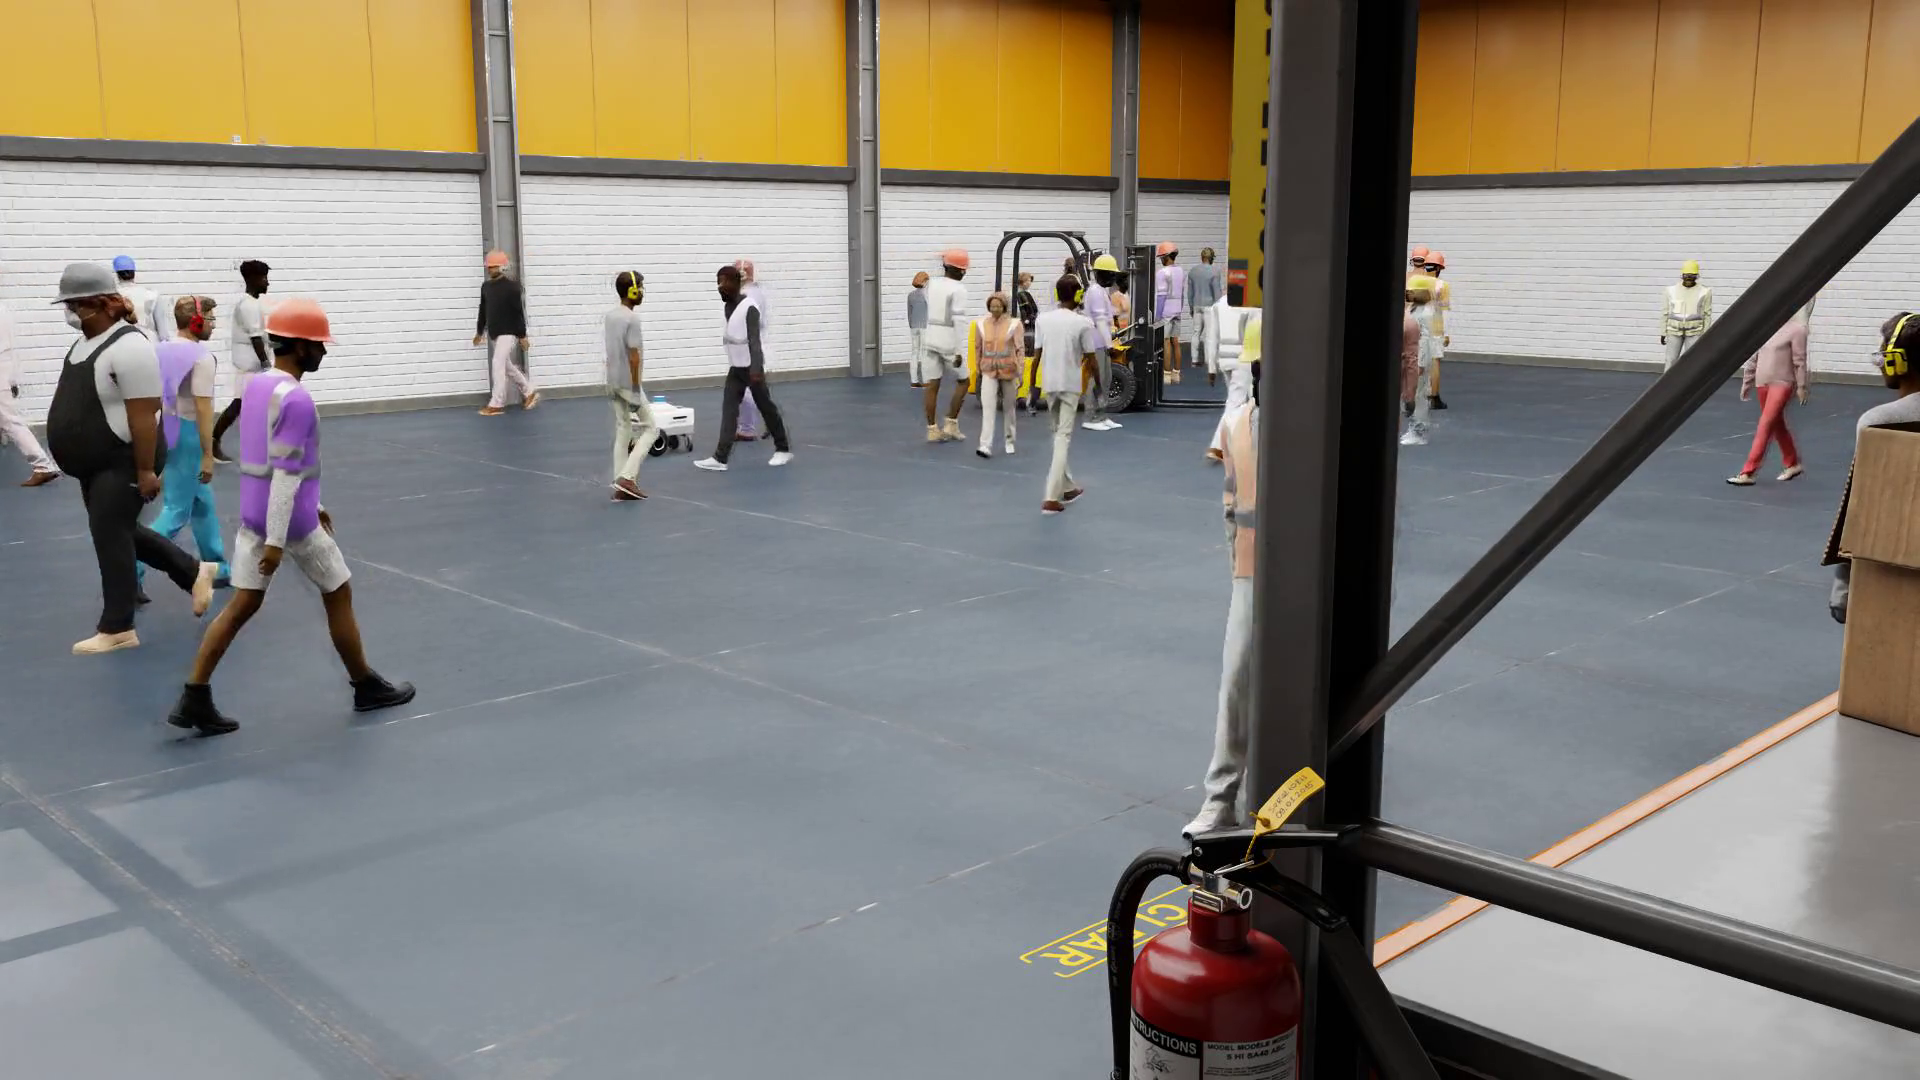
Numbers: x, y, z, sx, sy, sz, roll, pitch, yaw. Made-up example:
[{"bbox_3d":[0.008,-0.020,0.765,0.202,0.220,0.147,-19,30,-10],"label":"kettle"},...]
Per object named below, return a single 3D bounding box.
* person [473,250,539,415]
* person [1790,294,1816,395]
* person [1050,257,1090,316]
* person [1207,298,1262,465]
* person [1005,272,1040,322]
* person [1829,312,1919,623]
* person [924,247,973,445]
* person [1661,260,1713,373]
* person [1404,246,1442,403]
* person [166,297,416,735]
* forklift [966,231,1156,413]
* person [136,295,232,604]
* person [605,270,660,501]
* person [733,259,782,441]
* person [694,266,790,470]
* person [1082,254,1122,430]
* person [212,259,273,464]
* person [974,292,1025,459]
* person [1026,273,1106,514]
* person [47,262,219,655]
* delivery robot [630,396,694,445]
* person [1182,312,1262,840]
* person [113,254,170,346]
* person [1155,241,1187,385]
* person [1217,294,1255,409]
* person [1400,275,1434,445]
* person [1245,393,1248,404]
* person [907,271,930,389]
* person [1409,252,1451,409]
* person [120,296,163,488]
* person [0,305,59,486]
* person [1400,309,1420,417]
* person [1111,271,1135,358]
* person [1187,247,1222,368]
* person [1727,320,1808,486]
[{"bbox_3d":[-5.464,-2.503,20.042,0.606,1.962,0.938,8,13,38],"label":"person"},{"bbox_3d":[11.313,-2.926,22.376,0.375,1.940,0.627,5,11,24],"label":"person"},{"bbox_3d":[1.586,-3.131,23.827,0.665,1.817,0.442,-5,11,-24],"label":"person"},{"bbox_3d":[2.577,-1.631,15.640,0.939,1.852,0.588,-9,14,-40],"label":"person"},{"bbox_3d":[0.918,-2.918,23.213,0.518,1.612,0.671,-10,14,-42],"label":"person"},{"bbox_3d":[3.390,0.117,6.006,0.513,1.861,0.327,-3,11,-14],"label":"person"},{"bbox_3d":[-0.123,-1.975,16.990,0.649,2.008,0.556,10,14,43],"label":"person"},{"bbox_3d":[9.305,-2.674,21.337,0.598,1.824,0.403,6,12,28],"label":"person"},{"bbox_3d":[5.823,-2.731,21.159,0.609,1.995,0.375,3,11,17],"label":"person"},{"bbox_3d":[-2.951,-0.099,7.171,0.549,1.882,1.046,9,14,40],"label":"person"},{"bbox_3d":[1.222,-2.721,20.561,2.313,2.155,1.214,2,11,13],"label":"forklift"},{"bbox_3d":[-4.627,-0.534,9.740,0.590,1.800,0.881,9,13,39],"label":"person"},{"bbox_3d":[-2.646,-1.218,13.309,0.384,1.855,0.523,-10,14,-44],"label":"person"},{"bbox_3d":[-2.156,-1.936,17.111,0.552,1.891,0.651,1,10,8],"label":"person"},{"bbox_3d":[-1.960,-1.573,15.253,1.023,1.853,0.711,-9,13,-39],"label":"person"},{"bbox_3d":[1.557,-2.157,18.221,0.413,1.919,0.604,2,11,12],"label":"person"},{"bbox_3d":[-6.683,-1.671,15.597,1.011,1.923,0.603,-4,11,-19],"label":"person"},{"bbox_3d":[0.382,-1.582,15.986,0.535,1.579,0.887,3,11,15],"label":"person"},{"bbox_3d":[0.862,-1.147,12.958,0.553,1.829,0.897,6,12,31],"label":"person"},{"bbox_3d":[-4.336,-0.473,8.721,0.697,2.000,0.802,10,14,42],"label":"person"},{"bbox_3d":[-2.956,-1.176,16.354,0.477,0.478,0.707,8,13,37],"label":"delivery robot"},{"bbox_3d":[1.196,0.103,6.046,0.606,1.884,0.998,9,14,41],"label":"person"},{"bbox_3d":[-8.297,-1.893,16.741,0.661,1.934,0.447,-4,11,-21],"label":"person"},{"bbox_3d":[2.977,-3.246,23.846,0.377,2.041,0.607,9,14,41],"label":"person"},{"bbox_3d":[2.930,-1.893,17.013,0.593,1.874,0.607,3,11,16],"label":"person"},{"bbox_3d":[4.621,-1.829,16.941,0.374,1.727,0.509,-3,11,-13],"label":"person"},{"bbox_3d":[3.308,-2.073,18.591,0.523,1.618,0.343,7,13,34],"label":"person"},{"bbox_3d":[-0.527,-2.926,23.208,0.499,1.634,0.288,9,14,42],"label":"person"},{"bbox_3d":[5.786,-2.570,20.466,0.543,1.928,0.372,9,14,41],"label":"person"},{"bbox_3d":[-6.956,-1.223,13.923,0.502,1.632,0.277,-10,14,-44],"label":"person"},{"bbox_3d":[-8.218,-1.362,14.105,1.010,1.856,0.673,-2,11,-13],"label":"person"},{"bbox_3d":[3.275,-1.187,13.095,0.643,1.871,0.932,6,12,31],"label":"person"},{"bbox_3d":[2.222,-2.876,22.892,0.890,1.647,0.544,7,13,35],"label":"person"},{"bbox_3d":[3.945,-3.736,26.795,0.354,1.937,0.635,-10,14,-43],"label":"person"},{"bbox_3d":[6.997,-1.334,14.287,0.930,1.720,0.537,-4,11,-22],"label":"person"}]
